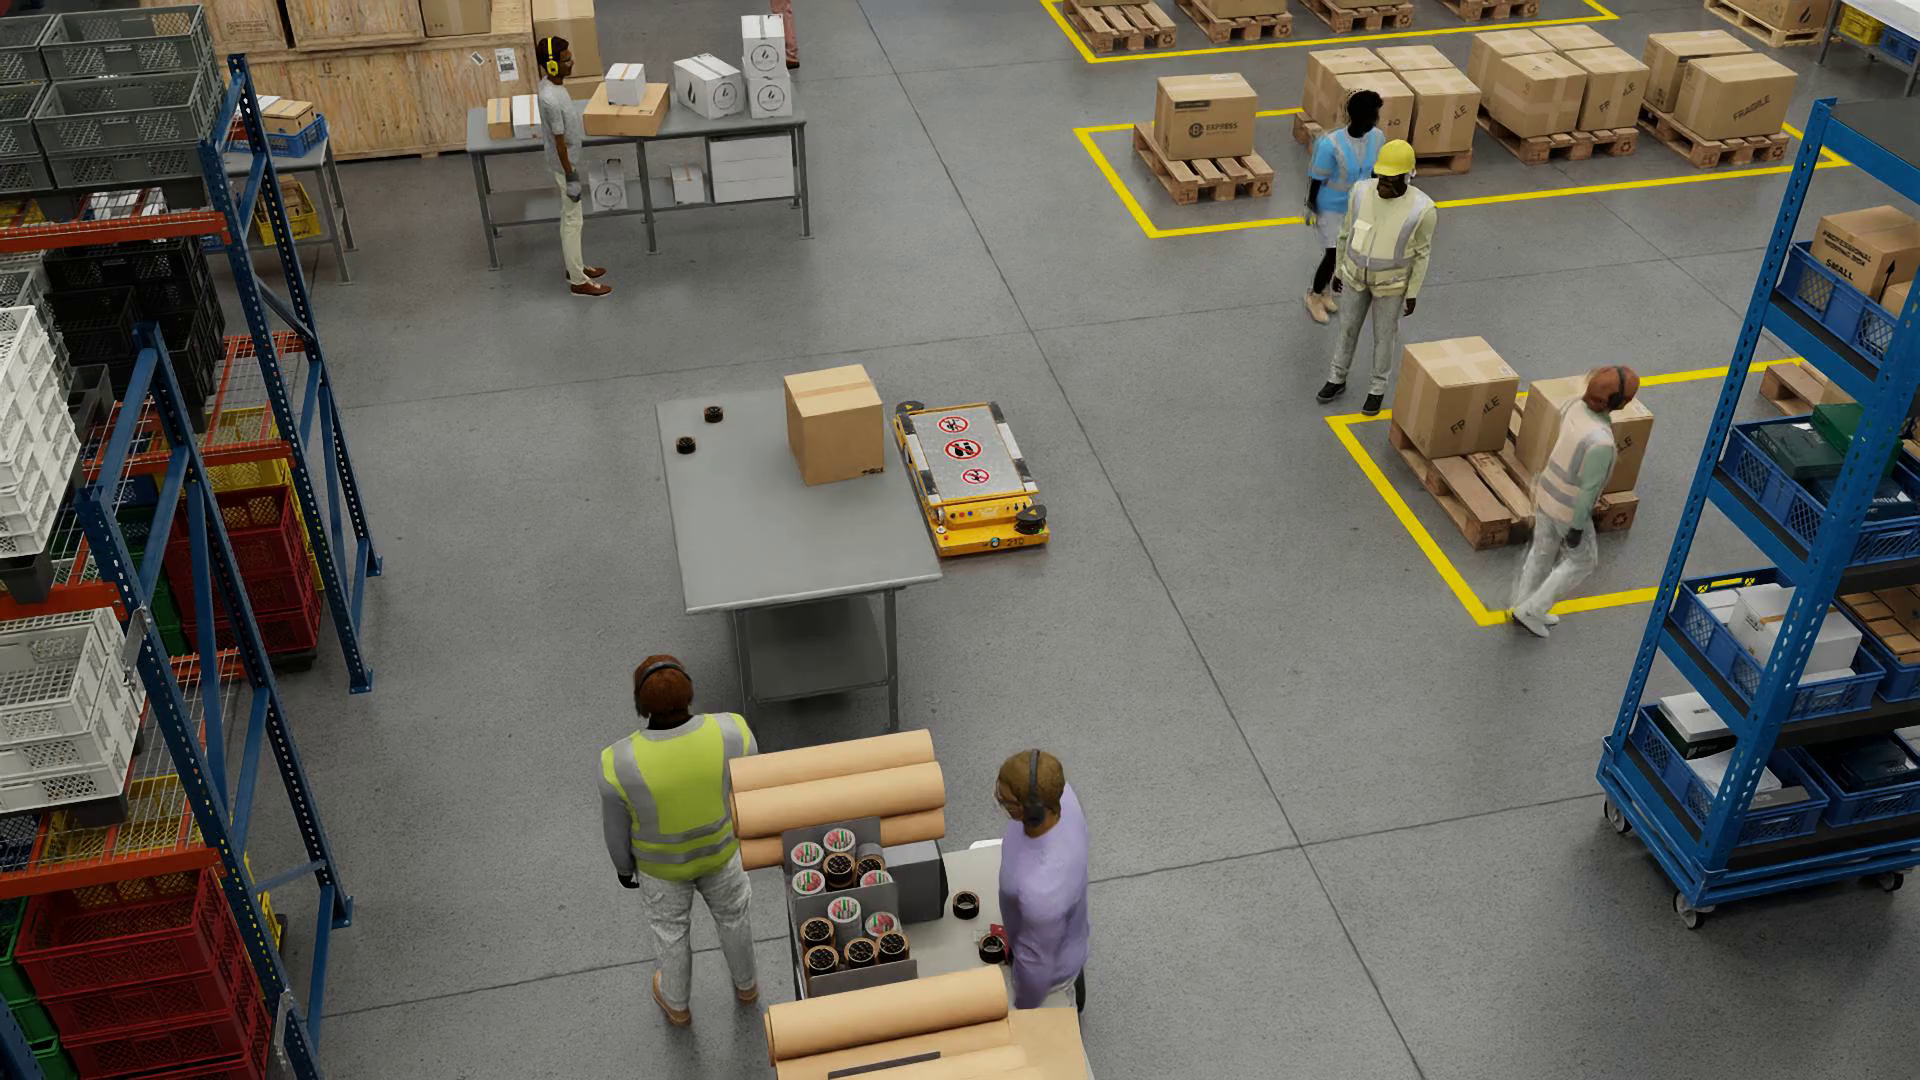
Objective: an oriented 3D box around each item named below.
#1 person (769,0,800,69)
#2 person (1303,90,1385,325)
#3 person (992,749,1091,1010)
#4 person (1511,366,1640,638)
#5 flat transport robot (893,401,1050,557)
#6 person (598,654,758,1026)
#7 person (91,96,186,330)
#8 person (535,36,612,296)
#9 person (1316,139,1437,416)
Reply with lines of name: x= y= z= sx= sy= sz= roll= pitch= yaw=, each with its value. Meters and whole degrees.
person: x=-1.715 y=-5.319 z=15.330 sx=0.395 sy=1.899 sz=0.660 roll=-6 pitch=37 yaw=-9
person: x=2.642 y=-2.302 z=11.446 sx=0.552 sy=1.675 sz=0.452 roll=-20 pitch=41 yaw=-24
person: x=0.293 y=1.505 z=6.133 sx=0.370 sy=1.930 sz=0.628 roll=3 pitch=37 yaw=4
person: x=3.180 y=-0.185 z=8.650 sx=0.360 sy=1.619 sz=0.508 roll=-2 pitch=37 yaw=-3
flat transport robot: x=0.046 y=-0.430 z=10.108 sx=0.652 sy=0.197 sz=1.431 roll=-8 pitch=37 yaw=-10
person: x=-1.084 y=1.204 z=6.617 sx=0.629 sy=1.836 sz=0.430 roll=-15 pitch=39 yaw=-19
person: x=-5.520 y=-2.150 z=11.079 sx=0.352 sy=1.883 sz=0.576 roll=13 pitch=39 yaw=17
person: x=-2.750 y=-2.630 z=11.735 sx=0.329 sy=1.872 sz=0.507 roll=-10 pitch=38 yaw=-13
person: x=2.610 y=-1.644 z=10.440 sx=0.588 sy=1.834 sz=0.403 roll=22 pitch=42 yaw=26
